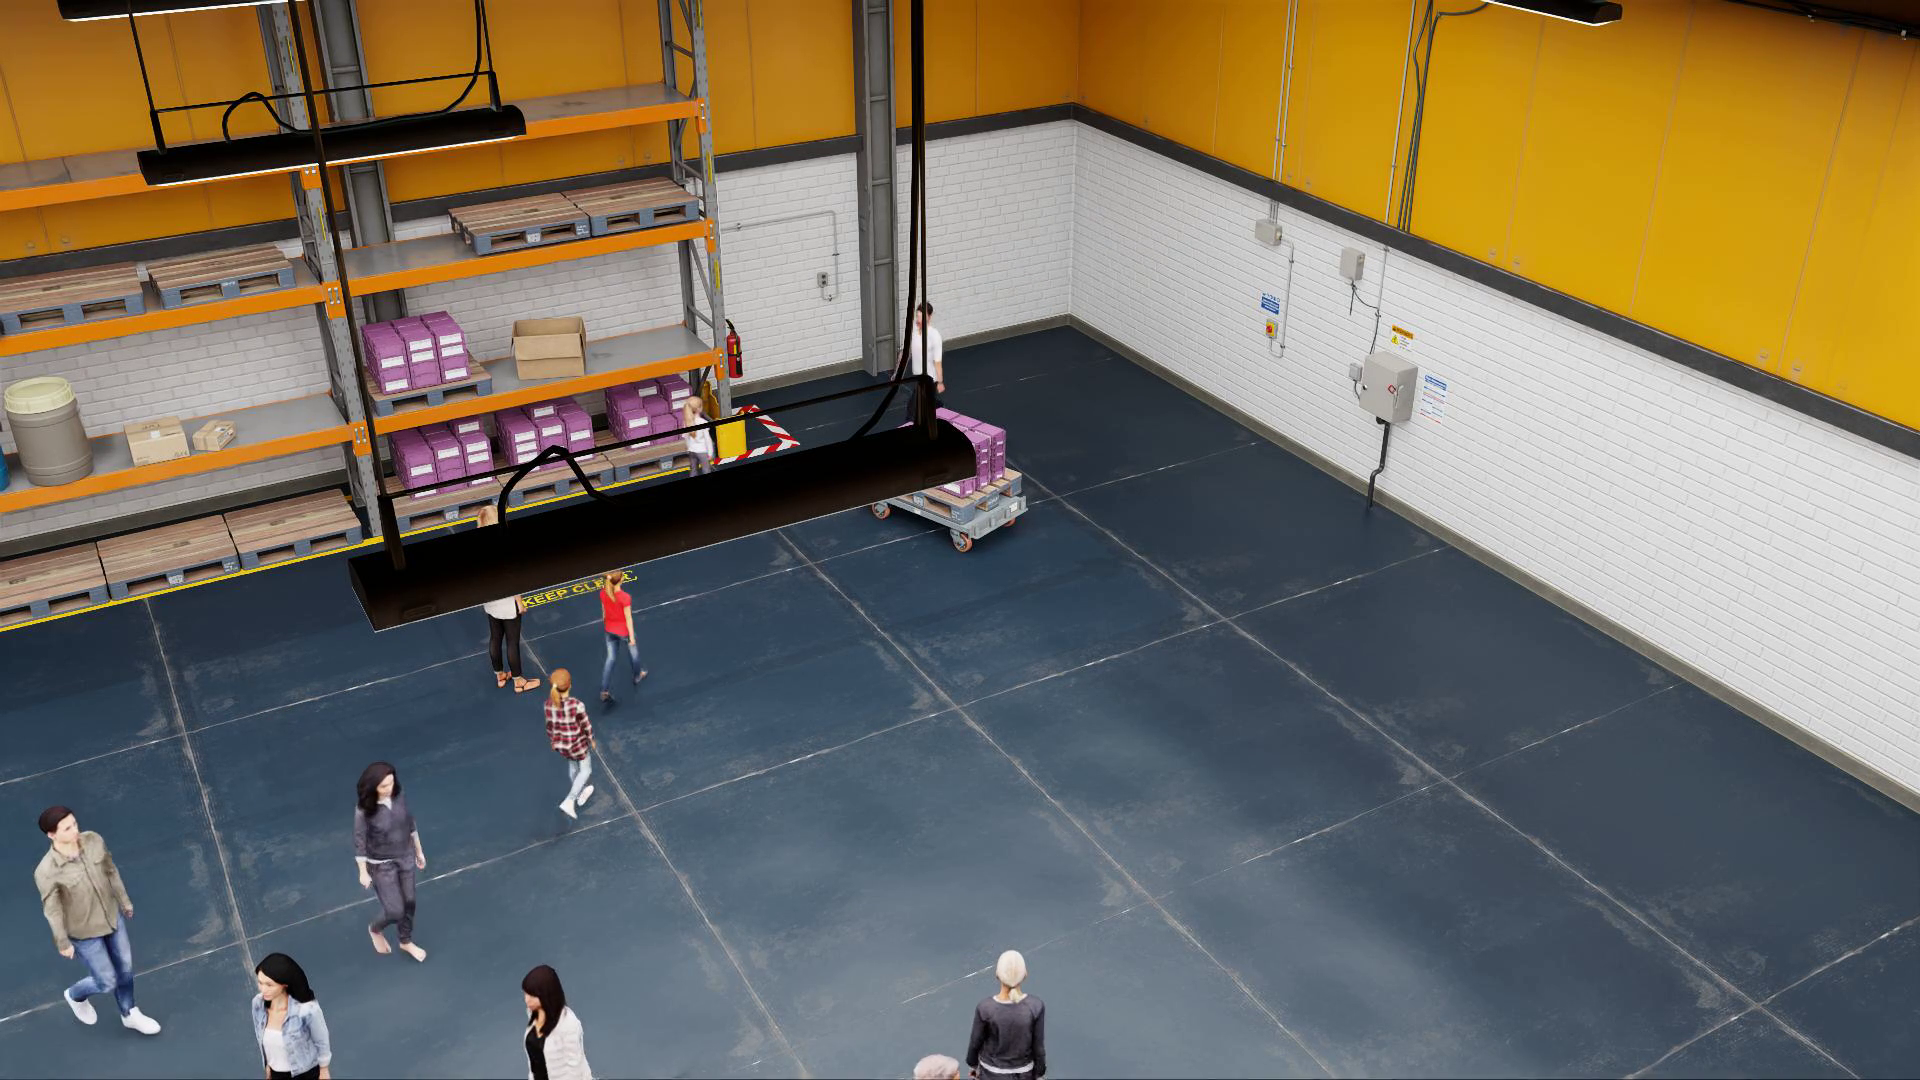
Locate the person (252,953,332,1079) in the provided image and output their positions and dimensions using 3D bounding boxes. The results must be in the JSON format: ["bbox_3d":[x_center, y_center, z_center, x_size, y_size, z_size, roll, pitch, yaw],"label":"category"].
[{"bbox_3d":[-3.949,3.148,9.933,0.673,1.711,0.743,6,29,10],"label":"person"}]

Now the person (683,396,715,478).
[{"bbox_3d":[-2.817,-0.955,17.908,0.574,1.279,0.611,16,32,27],"label":"person"}]

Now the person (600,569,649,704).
[{"bbox_3d":[-3.039,0.842,14.606,0.842,1.285,0.938,9,30,16],"label":"person"}]

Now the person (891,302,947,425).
[{"bbox_3d":[-0.338,-1.883,19.068,1.231,1.797,0.712,-16,33,-27],"label":"person"}]

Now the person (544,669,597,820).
[{"bbox_3d":[-3.101,1.628,13.158,0.777,1.293,0.847,9,30,16],"label":"person"}]

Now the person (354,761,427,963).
[{"bbox_3d":[-4.046,2.207,11.631,0.825,1.738,0.778,16,32,26],"label":"person"}]

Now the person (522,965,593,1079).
[{"bbox_3d":[-2.332,3.177,9.976,0.875,1.619,1.055,19,34,30],"label":"person"}]

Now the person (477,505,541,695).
[{"bbox_3d":[-4.043,0.521,14.629,0.684,1.827,0.685,16,33,27],"label":"person"}]

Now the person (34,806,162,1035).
[{"bbox_3d":[-5.773,2.507,10.960,1.039,1.854,0.986,9,30,15],"label":"person"}]

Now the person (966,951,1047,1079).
[{"bbox_3d":[0.291,3.192,9.873,1.101,1.692,0.971,-3,29,-5],"label":"person"}]
